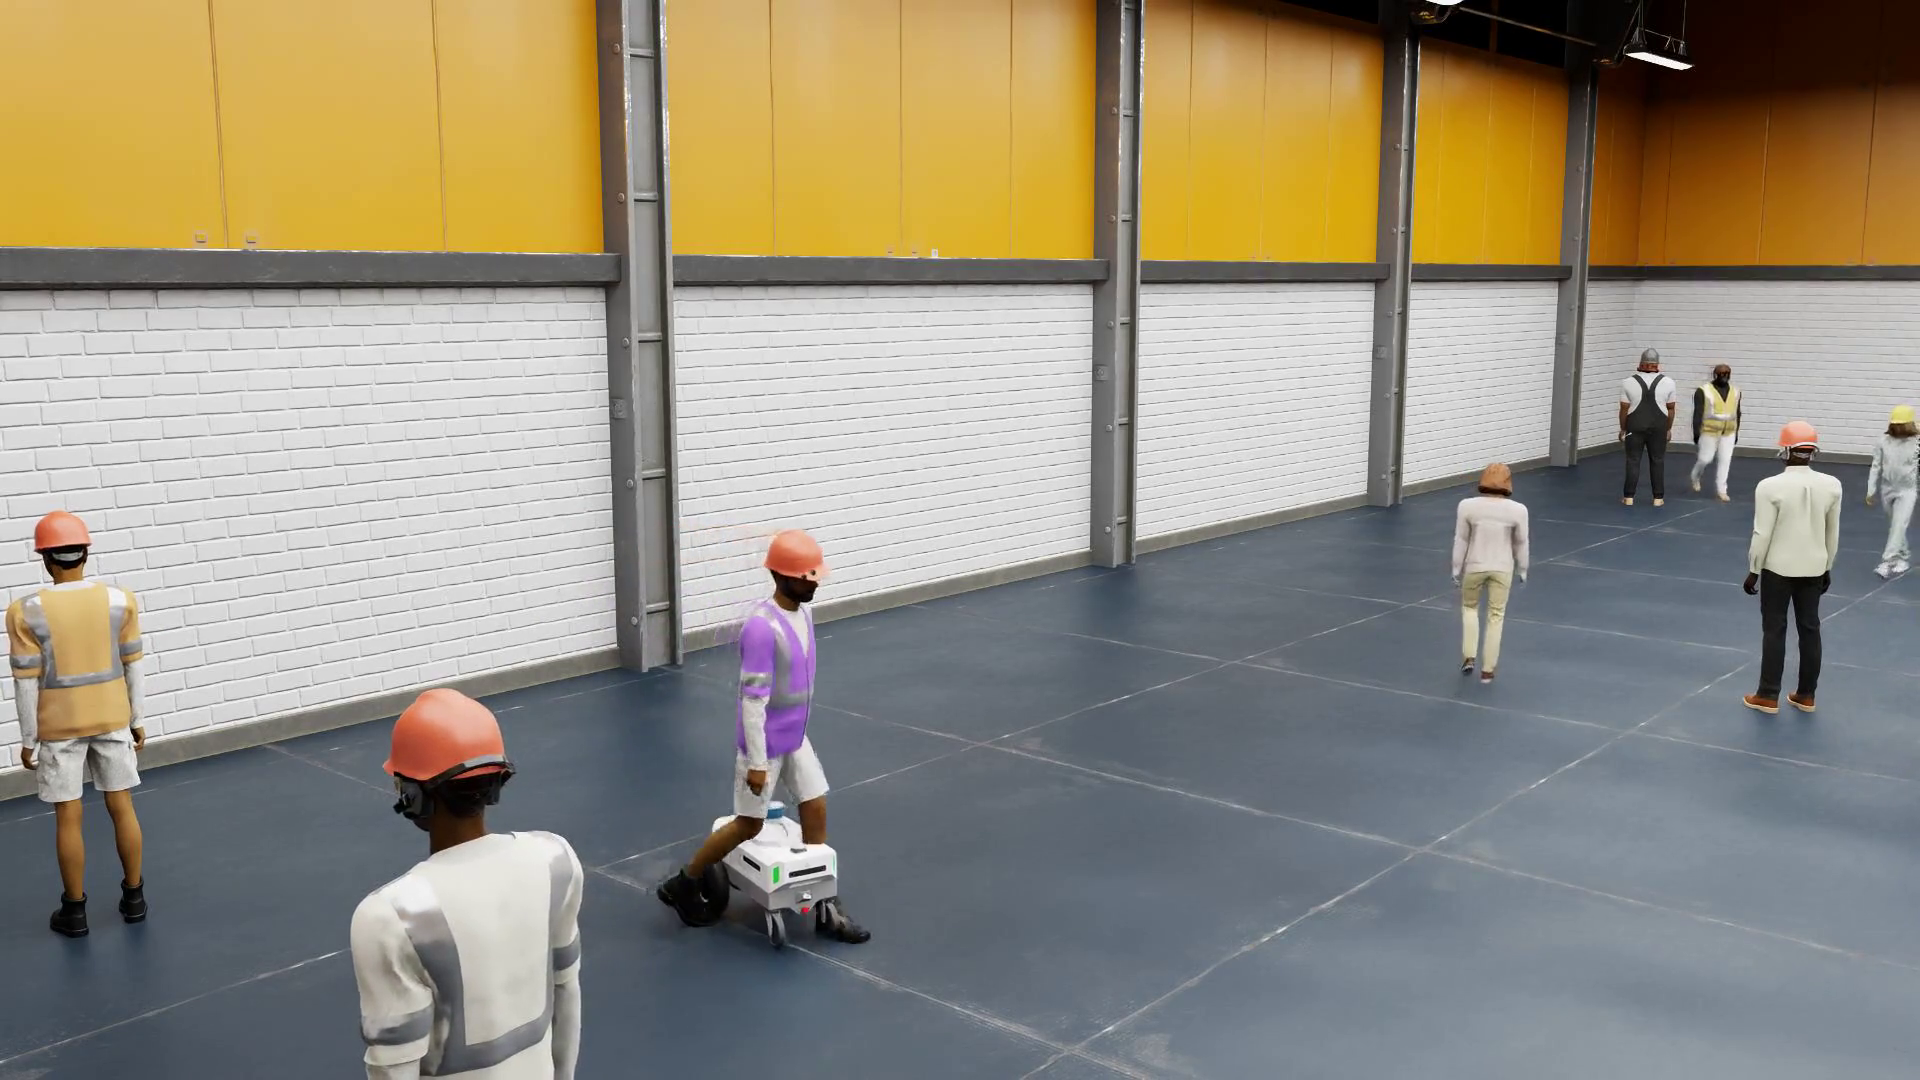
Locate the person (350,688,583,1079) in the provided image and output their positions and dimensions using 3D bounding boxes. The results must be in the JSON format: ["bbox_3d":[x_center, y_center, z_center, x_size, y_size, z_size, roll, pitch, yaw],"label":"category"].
[{"bbox_3d":[-1.150,1.350,3.877,0.392,2.040,0.615,6,11,32],"label":"person"}]

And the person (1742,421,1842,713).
[{"bbox_3d":[5.648,0.188,11.315,0.611,1.996,0.378,-1,9,-5],"label":"person"}]

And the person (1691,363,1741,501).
[{"bbox_3d":[10.058,-1.450,22.153,0.637,1.820,0.749,0,9,0],"label":"person"}]

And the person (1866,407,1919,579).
[{"bbox_3d":[9.278,-0.474,16.452,0.950,1.695,0.494,-7,11,-37],"label":"person"}]

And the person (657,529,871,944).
[{"bbox_3d":[-0.891,0.865,7.440,0.941,1.891,0.592,3,10,20],"label":"person"}]

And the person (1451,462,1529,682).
[{"bbox_3d":[3.890,0.232,12.204,0.538,1.618,0.403,3,10,20],"label":"person"}]

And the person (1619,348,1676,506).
[{"bbox_3d":[8.888,-1.466,21.562,0.673,2.000,0.536,3,10,19],"label":"person"}]

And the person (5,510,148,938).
[{"bbox_3d":[-3.976,0.824,7.523,0.543,1.933,0.364,-8,12,-40],"label":"person"}]

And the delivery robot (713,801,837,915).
[{"bbox_3d":[-0.856,1.446,7.634,0.477,0.478,0.707,-6,11,-32],"label":"delivery robot"}]
